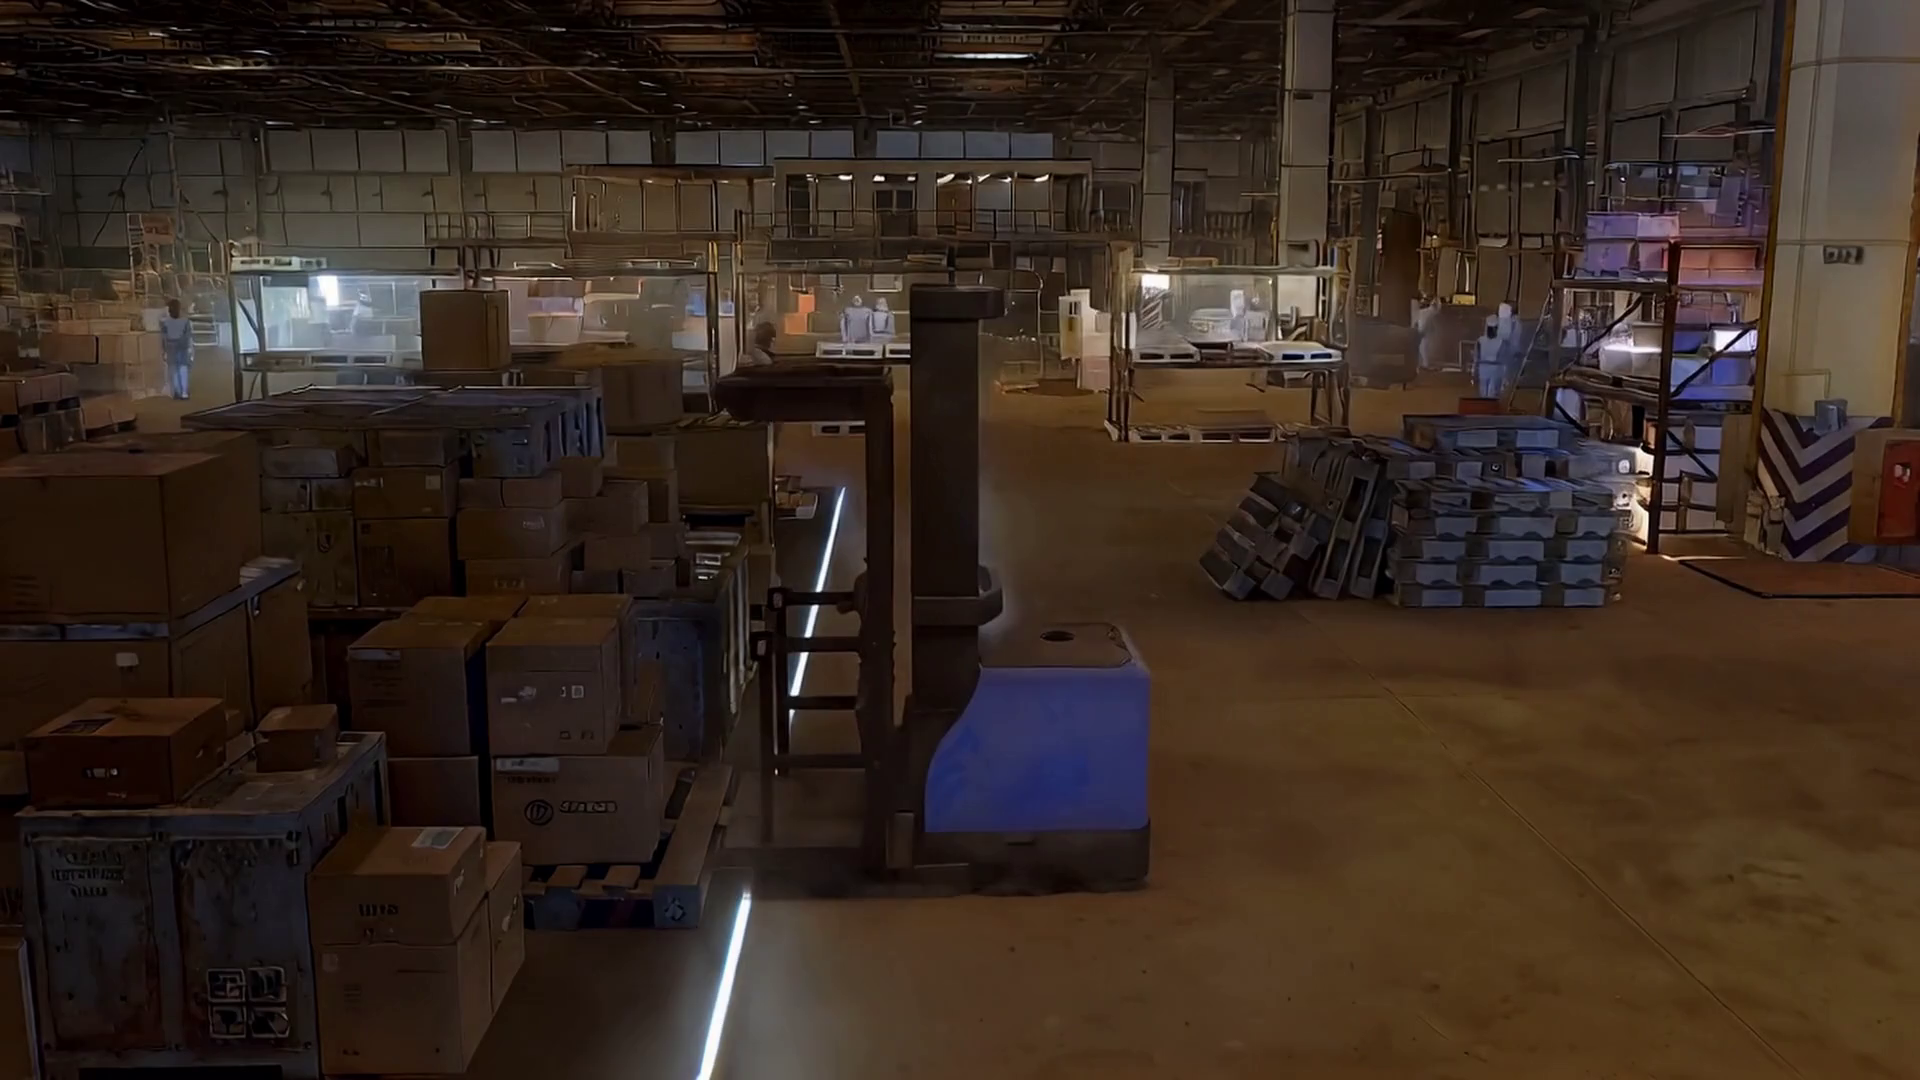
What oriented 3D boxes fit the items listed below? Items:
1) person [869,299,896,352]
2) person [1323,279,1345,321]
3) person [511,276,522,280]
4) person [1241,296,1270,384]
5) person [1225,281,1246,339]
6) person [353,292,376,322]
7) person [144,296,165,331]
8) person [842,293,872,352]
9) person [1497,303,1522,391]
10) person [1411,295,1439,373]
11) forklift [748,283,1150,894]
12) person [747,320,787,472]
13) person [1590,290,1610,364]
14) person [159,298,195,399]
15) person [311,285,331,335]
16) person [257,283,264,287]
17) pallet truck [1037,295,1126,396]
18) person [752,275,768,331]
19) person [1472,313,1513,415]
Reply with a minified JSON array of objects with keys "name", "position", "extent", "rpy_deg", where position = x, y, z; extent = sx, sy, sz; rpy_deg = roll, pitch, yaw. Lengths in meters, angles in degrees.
[{"name":"person","position":[-1.656,-4.189,35.270],"extent":[0.579,1.836,1.001],"rpy_deg":[7,12,35]},{"name":"person","position":[11.177,-6.809,49.556],"extent":[0.645,1.925,0.684],"rpy_deg":[-1,10,-6]},{"name":"person","position":[-18.042,-10.014,67.668],"extent":[0.506,1.841,0.344],"rpy_deg":[-1,10,-3]},{"name":"person","position":[6.387,-4.336,35.955],"extent":[0.588,1.877,1.030],"rpy_deg":[3,11,18]},{"name":"person","position":[8.645,-7.186,51.960],"extent":[0.675,1.819,0.636],"rpy_deg":[-6,12,-32]},{"name":"person","position":[-13.165,-4.554,37.000],"extent":[0.438,1.925,0.581],"rpy_deg":[5,11,25]},{"name":"person","position":[-19.497,-5.068,40.396],"extent":[0.527,1.742,0.779],"rpy_deg":[1,10,7]},{"name":"person","position":[-2.243,-4.401,36.225],"extent":[0.655,1.908,0.859],"rpy_deg":[0,10,1]},{"name":"person","position":[10.828,-3.796,33.056],"extent":[0.638,1.830,0.567],"rpy_deg":[6,12,32]},{"name":"person","position":[10.653,-4.787,38.650],"extent":[0.982,1.814,0.561],"rpy_deg":[6,12,31]},{"name":"forklift","position":[-0.058,0.174,8.009],"extent":[1.873,2.768,1.129],"rpy_deg":[0,10,-2]},{"name":"person","position":[-2.528,-1.877,21.777],"extent":[0.538,2.000,0.701],"rpy_deg":[1,10,5]},{"name":"person","position":[15.994,-5.380,41.420],"extent":[0.395,1.992,0.622],"rpy_deg":[-2,10,-9]},{"name":"person","position":[-15.140,-3.705,32.190],"extent":[0.622,1.949,0.426],"rpy_deg":[-3,11,-16]},{"name":"person","position":[-17.628,-6.103,45.841],"extent":[0.562,1.851,0.417],"rpy_deg":[4,11,22]},{"name":"person","position":[-19.389,-6.184,46.168],"extent":[0.600,1.902,0.721],"rpy_deg":[4,11,23]},{"name":"pallet truck","position":[2.483,-3.881,33.060],"extent":[1.885,1.965,0.823],"rpy_deg":[-7,13,-36]},{"name":"person","position":[-6.900,-8.089,56.761],"extent":[0.953,1.893,0.552],"rpy_deg":[-3,11,-19]},{"name":"person","position":[8.389,-2.608,26.196],"extent":[0.593,1.914,0.497],"rpy_deg":[9,13,40]}]
